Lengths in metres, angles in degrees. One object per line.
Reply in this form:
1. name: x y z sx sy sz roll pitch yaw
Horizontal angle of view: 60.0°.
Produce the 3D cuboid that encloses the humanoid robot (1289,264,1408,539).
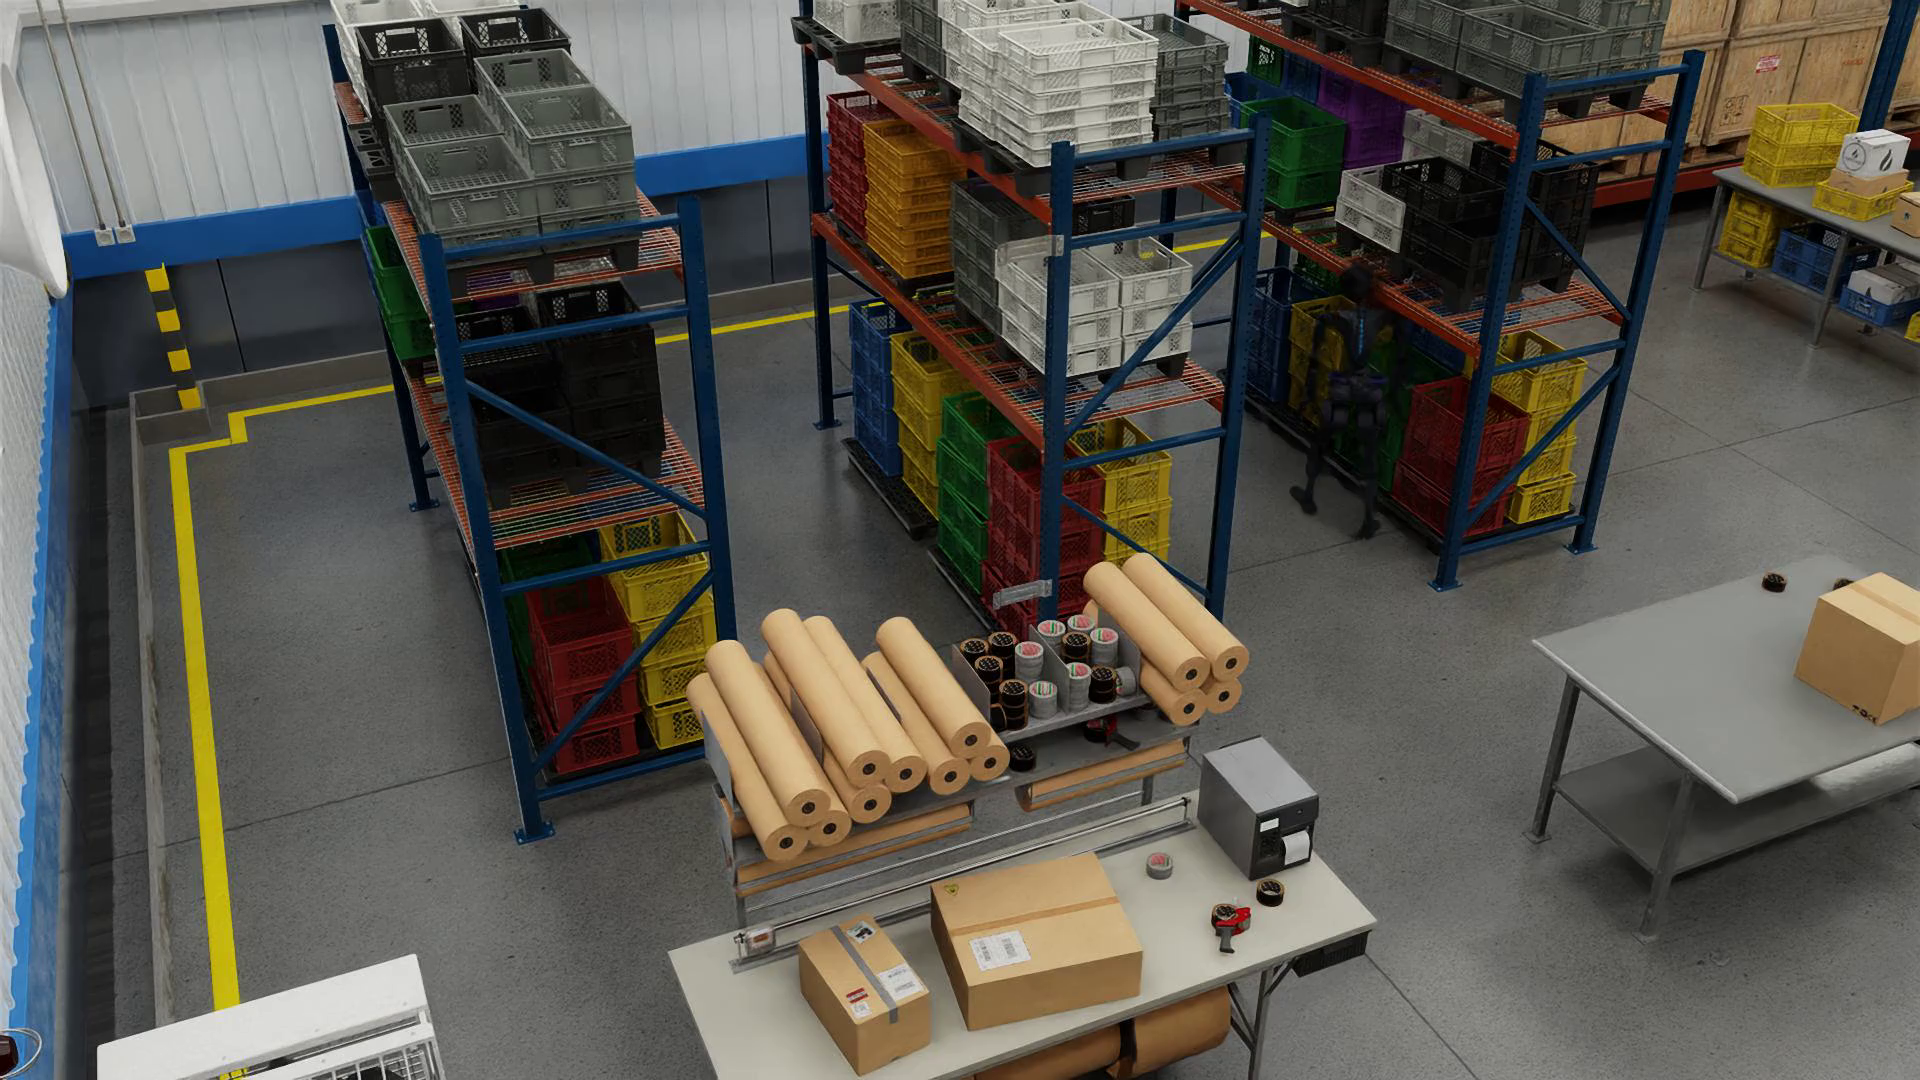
1. humanoid robot: 2.354 -0.830 9.985 0.644 1.616 0.556 5 32 8
